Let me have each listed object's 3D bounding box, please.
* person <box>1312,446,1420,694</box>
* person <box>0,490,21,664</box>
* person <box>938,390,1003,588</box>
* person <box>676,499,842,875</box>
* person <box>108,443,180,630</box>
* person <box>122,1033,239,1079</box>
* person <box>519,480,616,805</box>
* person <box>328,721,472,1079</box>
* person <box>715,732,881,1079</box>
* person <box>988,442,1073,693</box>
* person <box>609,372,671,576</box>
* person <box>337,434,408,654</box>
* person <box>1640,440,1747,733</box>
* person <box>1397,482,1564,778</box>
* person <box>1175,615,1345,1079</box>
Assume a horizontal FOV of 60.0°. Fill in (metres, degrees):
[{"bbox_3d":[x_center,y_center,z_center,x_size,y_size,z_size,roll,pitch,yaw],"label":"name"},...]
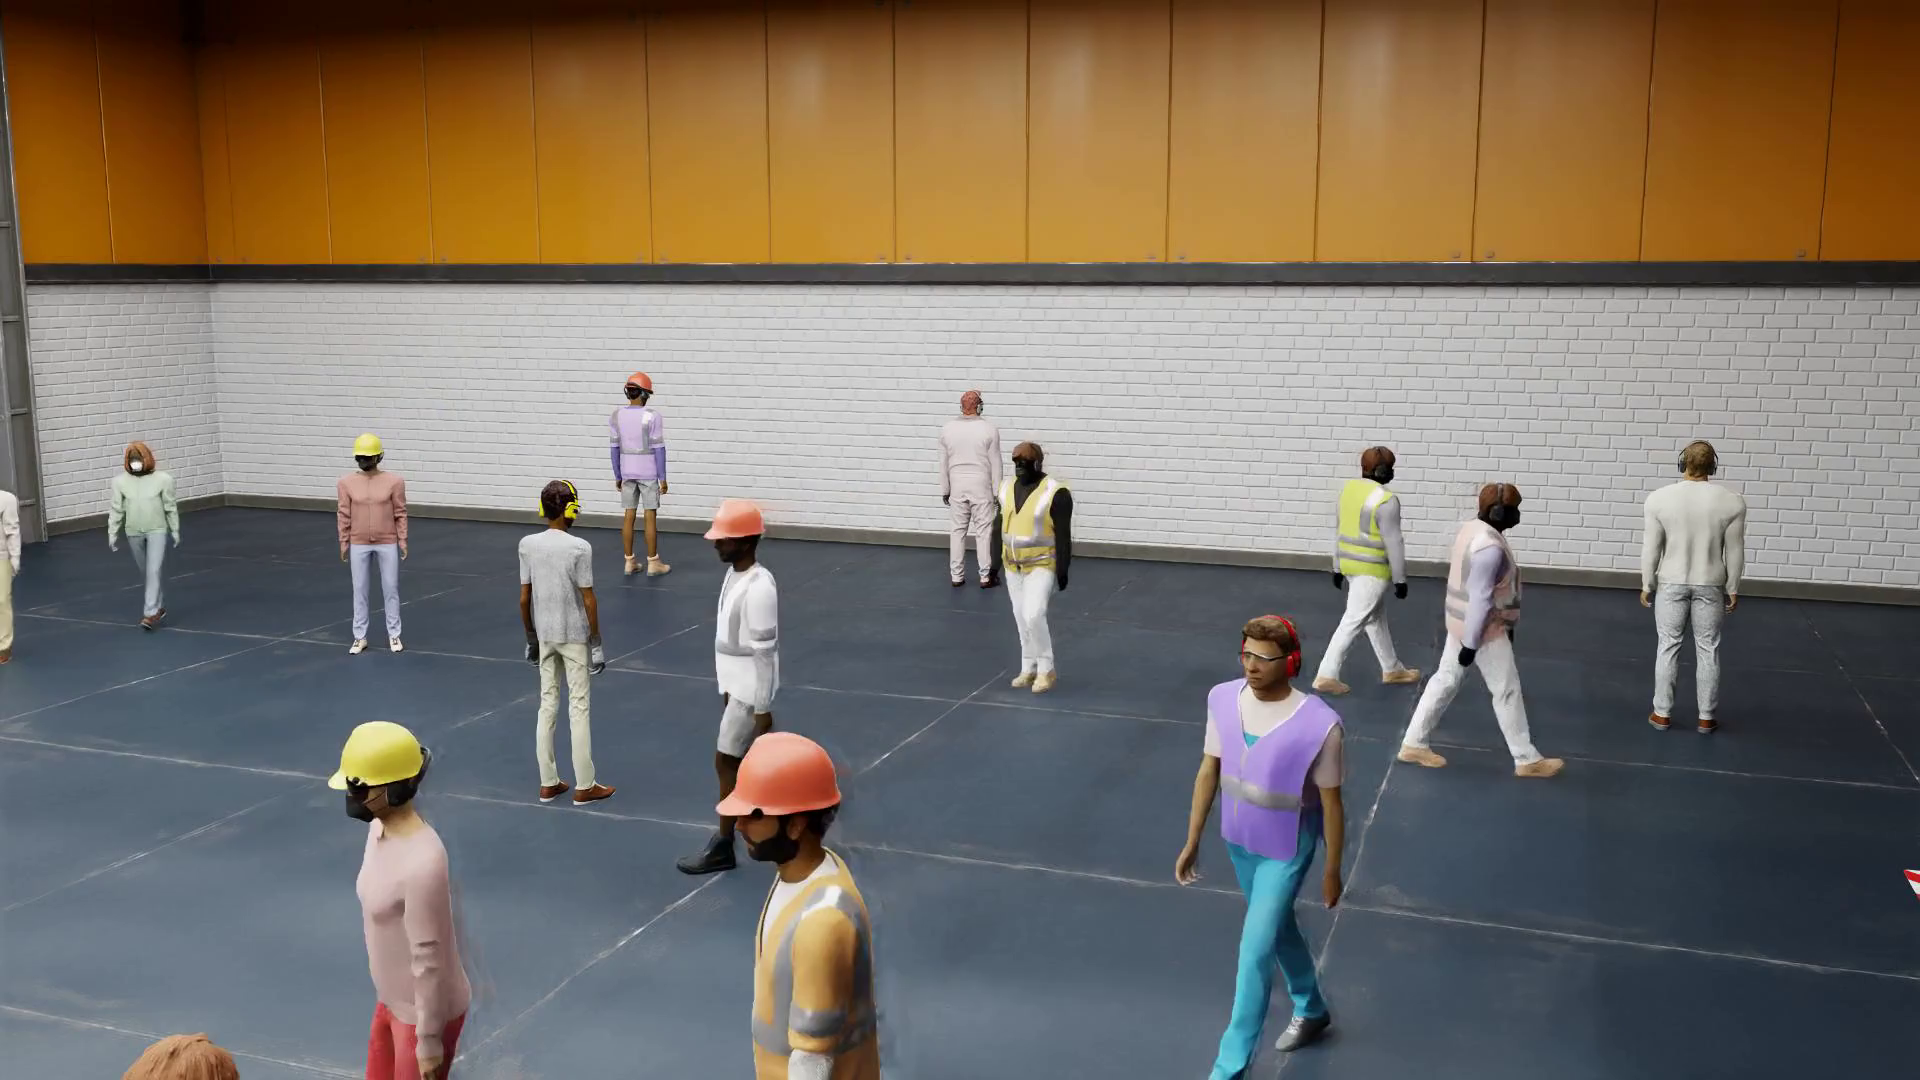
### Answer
[{"bbox_3d":[2.950,0.216,12.021,0.971,1.796,0.650,-3,10,-18],"label":"person"},{"bbox_3d":[-7.492,0.166,12.815,0.497,1.620,0.416,-3,10,-16],"label":"person"},{"bbox_3d":[0.122,-0.487,16.000,0.640,1.910,0.407,3,10,20],"label":"person"},{"bbox_3d":[-1.024,0.728,8.434,0.814,1.917,0.554,-3,10,-18],"label":"person"},{"bbox_3d":[-6.977,-0.039,14.205,0.524,1.579,0.868,-2,9,-10],"label":"person"},{"bbox_3d":[-1.435,1.722,3.144,0.499,1.633,0.283,3,10,20],"label":"person"},{"bbox_3d":[-2.262,0.583,9.504,0.519,1.865,0.328,3,10,20],"label":"person"},{"bbox_3d":[-1.585,1.373,4.947,0.504,1.752,0.539,-6,11,-32],"label":"person"},{"bbox_3d":[-0.503,1.423,4.174,0.929,1.896,0.569,-3,9,-15],"label":"person"},{"bbox_3d":[0.486,0.196,12.043,0.631,1.823,0.503,8,12,41],"label":"person"},{"bbox_3d":[-3.195,-0.656,16.658,0.605,2.036,0.388,3,10,20],"label":"person"},{"bbox_3d":[-4.661,0.032,13.228,0.528,1.765,0.327,-2,9,-13],"label":"person"},{"bbox_3d":[4.814,0.309,10.970,0.627,1.940,0.372,3,10,20],"label":"person"},{"bbox_3d":[3.135,0.538,10.038,0.957,1.797,0.626,0,9,3],"label":"person"},{"bbox_3d":[1.160,1.148,6.199,0.975,1.803,0.563,-7,12,-38],"label":"person"}]
